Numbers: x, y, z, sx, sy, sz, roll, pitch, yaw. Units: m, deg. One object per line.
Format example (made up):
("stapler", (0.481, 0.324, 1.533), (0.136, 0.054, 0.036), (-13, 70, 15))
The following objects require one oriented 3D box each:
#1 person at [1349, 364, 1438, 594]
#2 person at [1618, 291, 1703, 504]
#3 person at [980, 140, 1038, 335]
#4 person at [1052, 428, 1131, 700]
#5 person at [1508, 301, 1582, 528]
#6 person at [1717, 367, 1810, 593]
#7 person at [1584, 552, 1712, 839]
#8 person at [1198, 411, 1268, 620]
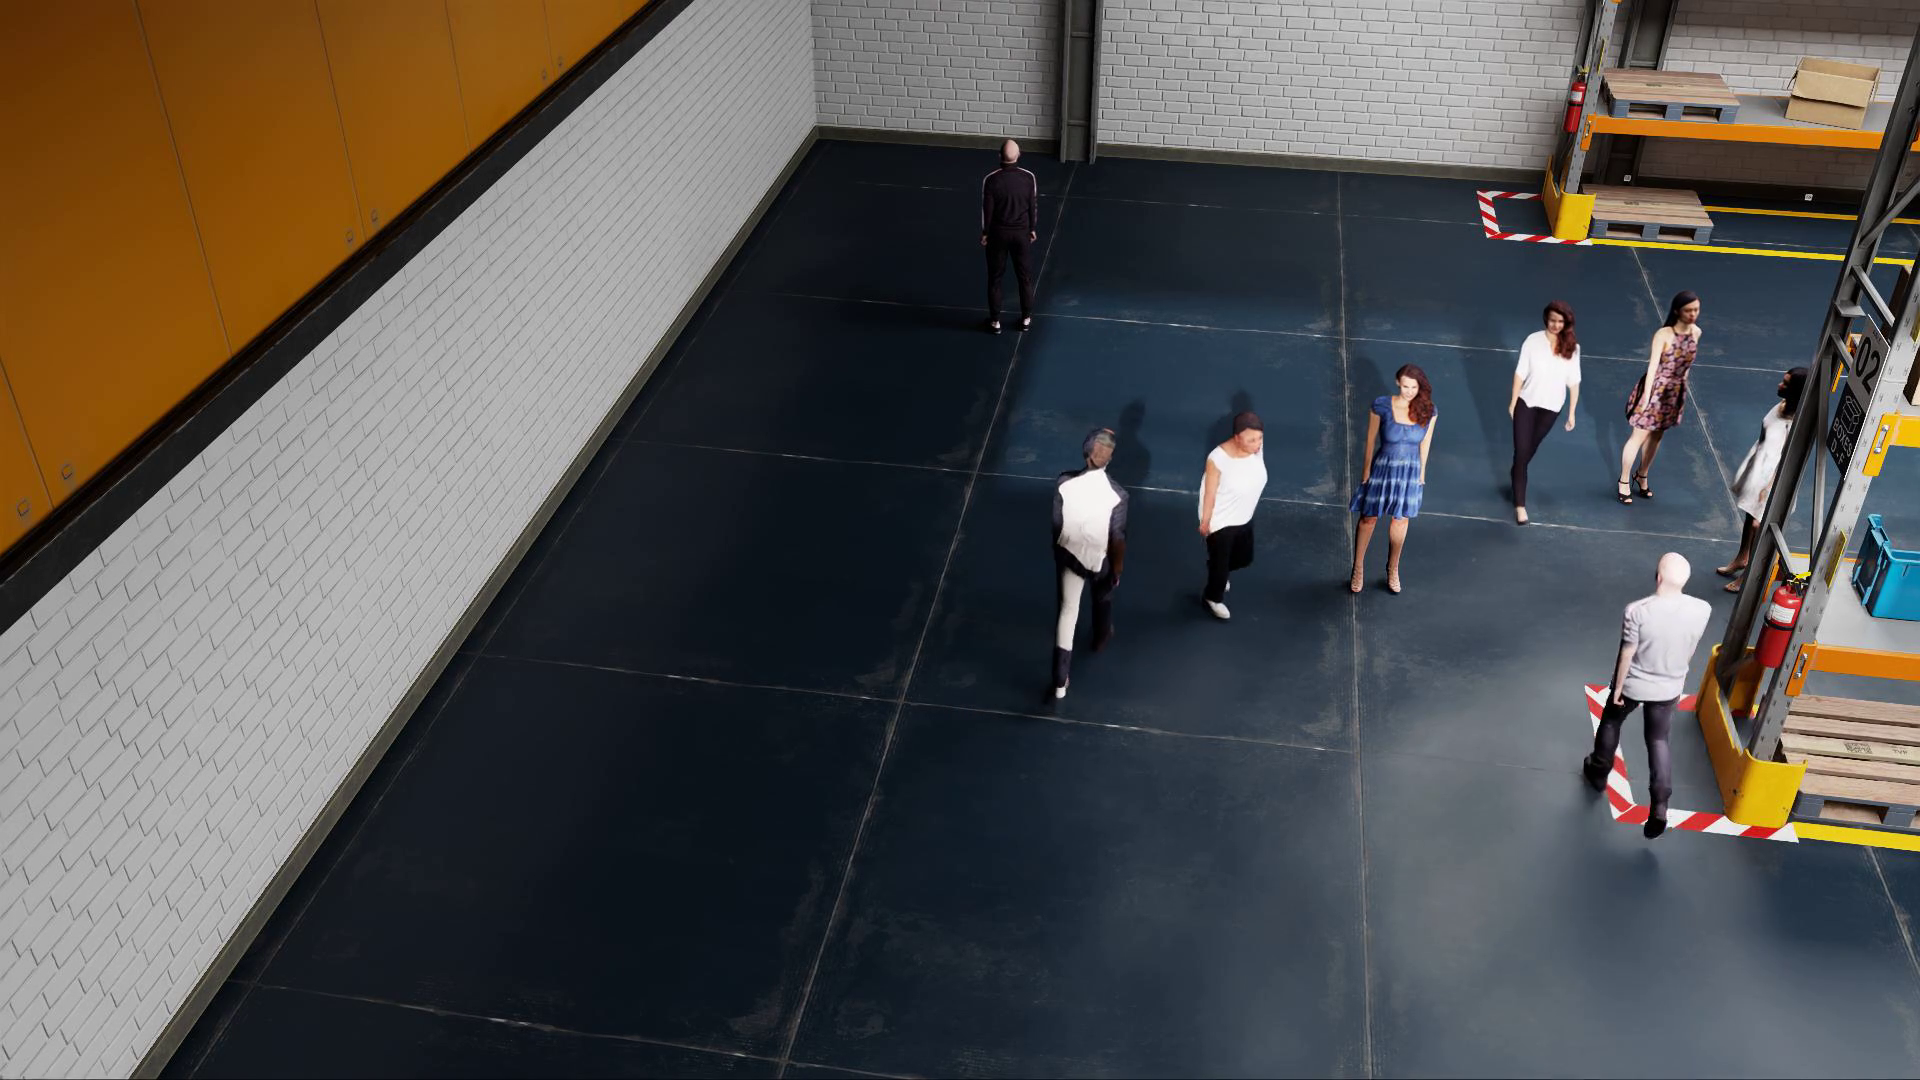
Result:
("person", (3.056, -0.422, 11.752), (0.554, 1.806, 0.760), (0, 34, 1))
("person", (5.396, -1.099, 12.799), (0.769, 1.773, 0.852), (-11, 35, -17))
("person", (0.453, -2.776, 15.266), (0.644, 1.836, 0.808), (-5, 34, -8))
("person", (0.784, 0.180, 10.804), (1.170, 1.853, 0.861), (11, 35, 16))
("person", (4.410, -1.036, 12.729), (1.083, 1.746, 0.776), (1, 34, 1))
("person", (5.727, -0.429, 11.791), (0.608, 1.775, 0.628), (5, 34, 8))
("person", (4.063, 0.909, 9.747), (1.058, 1.808, 0.786), (1, 34, 2))
("person", (1.857, -0.227, 11.585), (0.862, 1.667, 0.922), (-22, 39, -29))
